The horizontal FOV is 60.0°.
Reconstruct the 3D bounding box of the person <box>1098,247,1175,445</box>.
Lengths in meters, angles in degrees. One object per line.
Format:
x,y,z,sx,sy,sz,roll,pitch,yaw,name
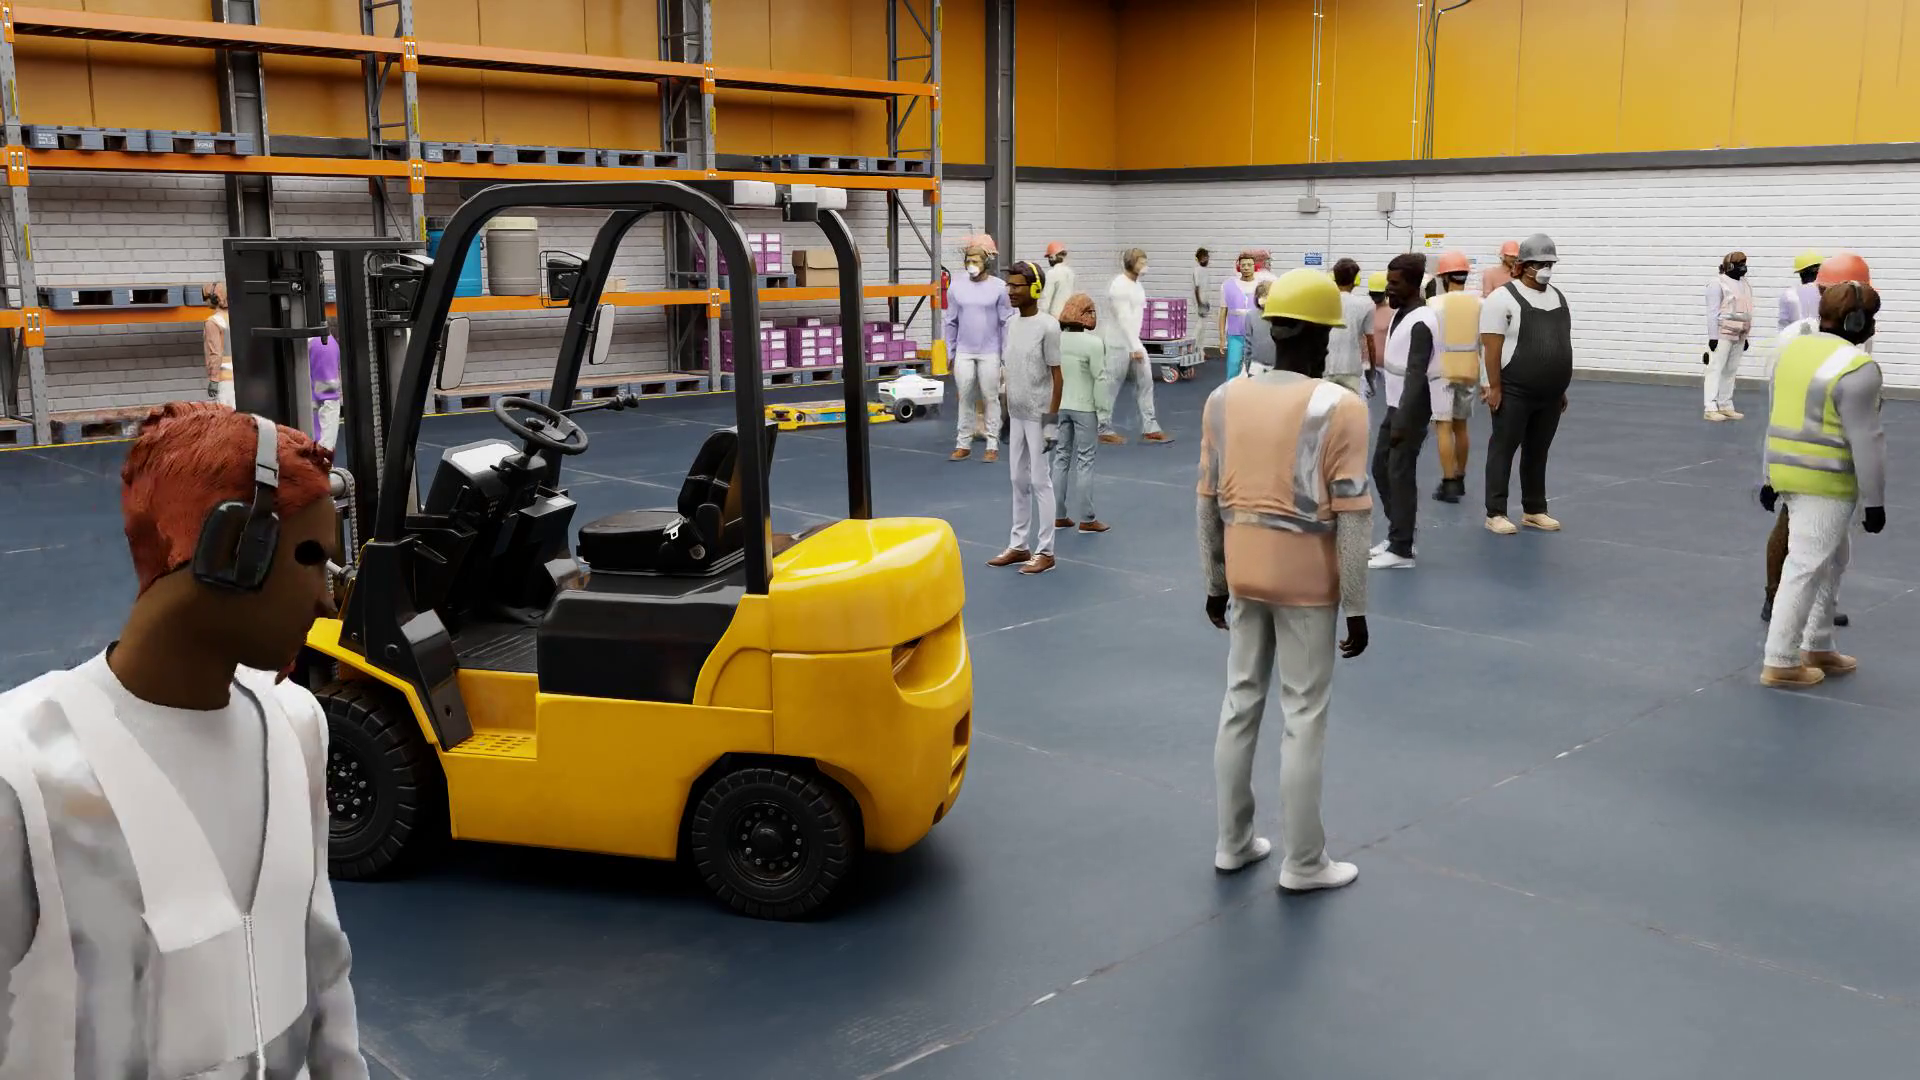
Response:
1.701,-1.833,15.907,0.866,1.903,0.626,6,12,30,person

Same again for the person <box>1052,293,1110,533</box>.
0.806,-0.864,11.367,0.497,1.633,0.284,10,14,43,person

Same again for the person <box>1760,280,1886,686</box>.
3.933,-0.234,7.416,0.681,1.818,0.659,-1,10,-3,person

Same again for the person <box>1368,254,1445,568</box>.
2.704,-0.772,10.114,0.450,1.908,0.652,1,10,3,person

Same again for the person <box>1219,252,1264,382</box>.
3.064,-2.164,17.873,0.564,1.846,0.390,1,10,6,person

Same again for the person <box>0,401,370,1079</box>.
-0.893,0.793,1.768,0.350,1.856,0.719,3,11,16,person

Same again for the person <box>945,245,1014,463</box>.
0.163,-1.656,14.853,0.635,1.937,0.352,4,11,19,person

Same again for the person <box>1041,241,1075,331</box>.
1.217,-2.928,21.759,0.685,1.946,0.679,7,12,32,person

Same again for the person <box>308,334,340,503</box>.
-3.320,-0.448,8.262,0.545,1.941,0.351,5,11,24,person

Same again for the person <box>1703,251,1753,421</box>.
8.442,-2.231,18.247,0.623,1.847,0.429,-6,12,-30,person

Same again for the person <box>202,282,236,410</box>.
-6.126,-1.334,13.913,0.311,1.638,0.522,1,10,4,person

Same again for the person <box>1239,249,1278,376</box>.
3.566,-2.558,20.006,0.988,1.862,0.660,-9,14,-40,person

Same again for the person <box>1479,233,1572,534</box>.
3.905,-1.061,11.332,0.684,2.000,0.538,-4,11,-22,person

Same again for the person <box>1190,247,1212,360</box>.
3.906,-3.798,26.862,0.342,1.831,0.655,5,12,26,person

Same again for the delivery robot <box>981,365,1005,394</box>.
0.585,-1.873,19.557,0.707,0.478,0.477,7,12,34,delivery robot

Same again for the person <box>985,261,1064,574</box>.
0.407,-0.730,9.988,0.335,1.873,0.521,-7,13,-34,person

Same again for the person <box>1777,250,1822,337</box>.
7.832,-1.711,15.319,0.595,1.876,0.611,2,11,10,person

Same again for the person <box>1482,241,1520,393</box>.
6.814,-2.741,20.760,0.619,1.940,1.009,-1,10,-4,person

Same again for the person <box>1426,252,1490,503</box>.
3.775,-1.243,12.770,0.555,1.901,0.689,-1,10,-3,person

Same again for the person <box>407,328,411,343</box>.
-4.519,-1.168,13.000,0.513,1.642,0.313,1,10,6,person

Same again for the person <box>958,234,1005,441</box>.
0.217,-1.962,16.272,0.478,2.026,0.646,-4,11,-20,person

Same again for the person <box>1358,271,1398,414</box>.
3.923,-1.630,15.373,0.540,1.706,0.953,10,14,43,person

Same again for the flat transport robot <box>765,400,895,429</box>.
-1.469,-1.350,17.736,1.431,0.197,0.652,-7,13,-35,flat transport robot

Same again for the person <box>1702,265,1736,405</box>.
9.120,-2.457,19.871,0.363,1.686,0.541,1,10,5,person

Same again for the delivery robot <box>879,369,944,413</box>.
-0.531,-1.632,18.240,0.707,0.478,0.477,-7,13,-35,delivery robot

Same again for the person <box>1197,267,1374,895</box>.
1.019,0.127,5.165,0.594,1.922,0.387,10,15,44,person

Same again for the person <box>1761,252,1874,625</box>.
4.453,-0.501,8.566,0.551,1.932,0.378,-3,11,-16,person

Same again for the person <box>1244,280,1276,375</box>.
2.830,-1.599,15.439,0.493,1.602,0.632,5,12,26,person

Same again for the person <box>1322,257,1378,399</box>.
3.001,-1.292,13.126,0.519,1.847,0.437,4,11,22,person

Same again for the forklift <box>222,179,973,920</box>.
-1.114,-0.058,5.440,2.313,2.155,1.214,2,11,13,forklift

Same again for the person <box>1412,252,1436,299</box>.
6.014,-2.911,22.057,0.937,1.807,0.629,-8,13,-38,person
